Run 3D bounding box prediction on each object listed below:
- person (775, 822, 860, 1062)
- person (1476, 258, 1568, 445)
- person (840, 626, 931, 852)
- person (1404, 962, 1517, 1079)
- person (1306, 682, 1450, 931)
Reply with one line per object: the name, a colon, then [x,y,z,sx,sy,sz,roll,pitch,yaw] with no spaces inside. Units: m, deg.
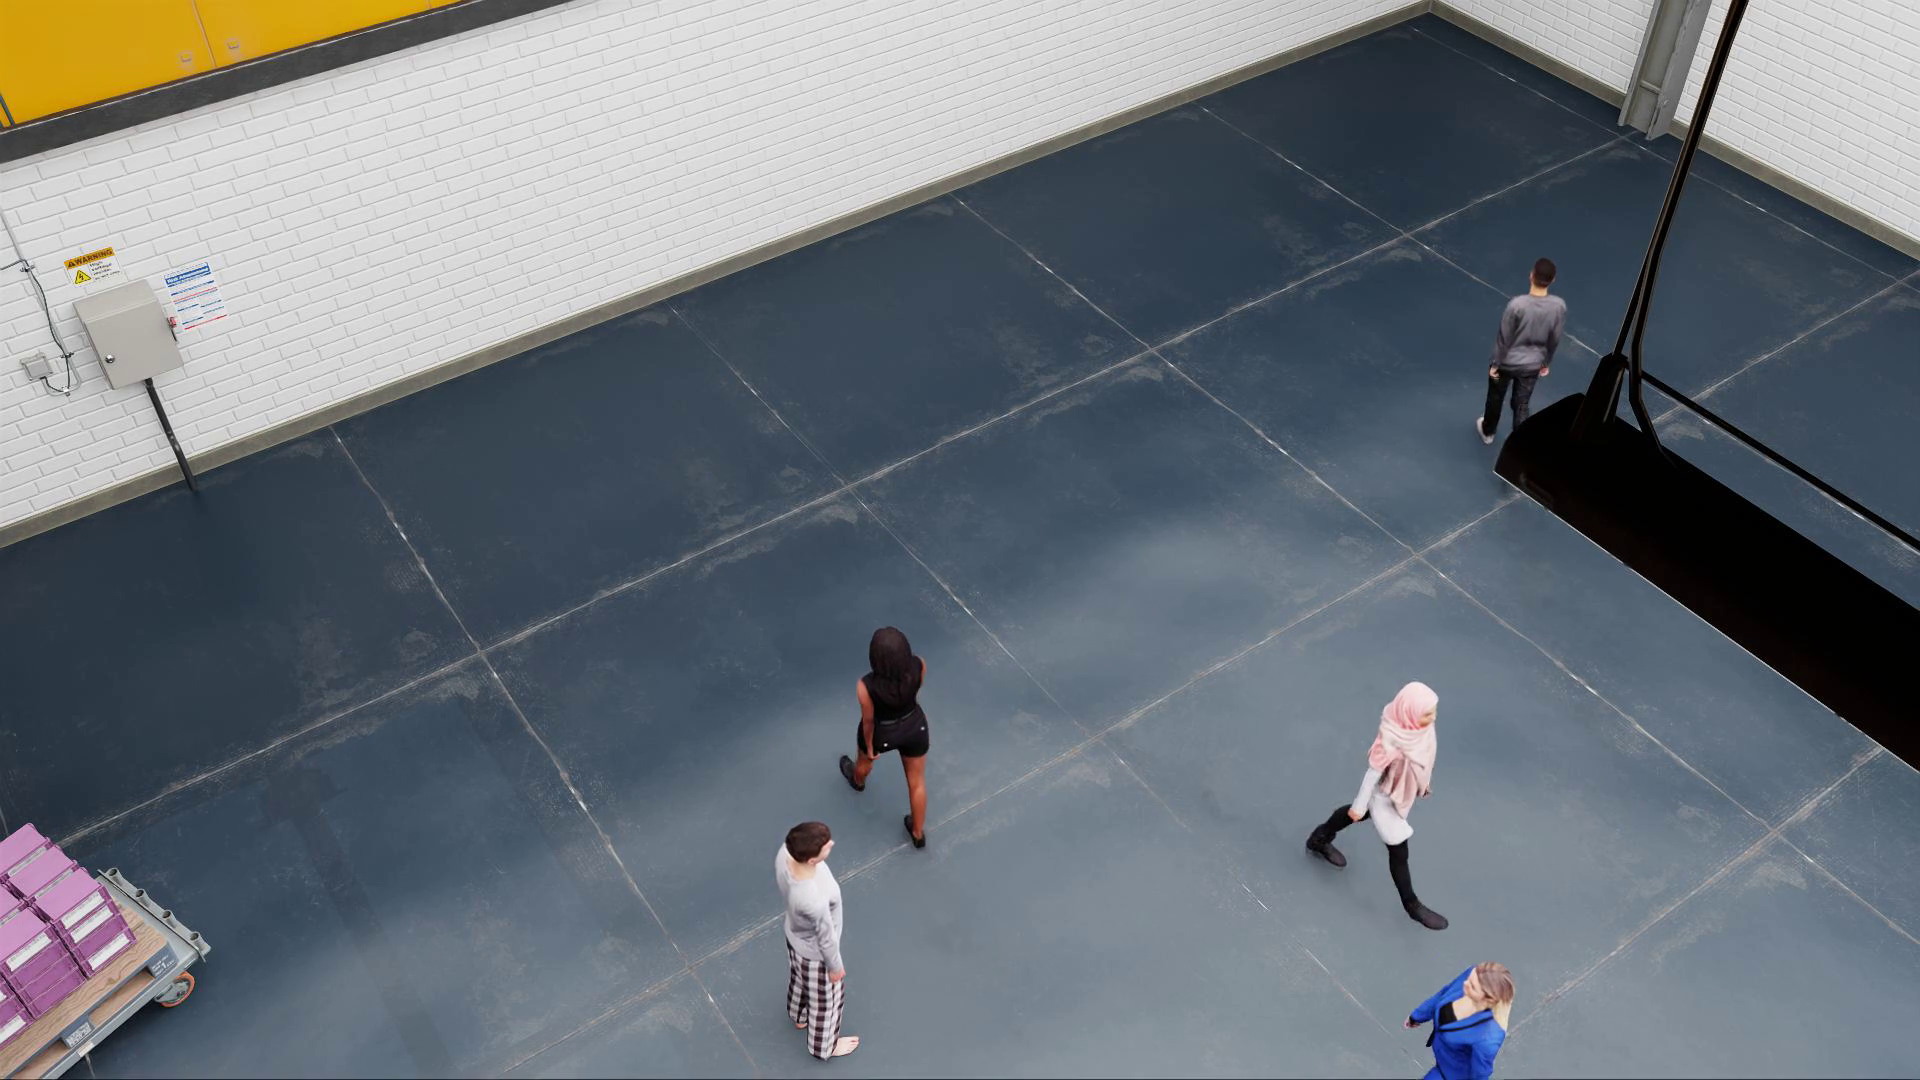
person: [-0.769,2.071,8.666,0.716,1.847,0.517,-19,47,-19]
person: [4.130,-1.263,12.241,0.996,1.742,1.126,0,44,0]
person: [-0.335,1.183,9.701,0.707,1.705,1.070,-19,47,-19]
person: [2.569,2.596,8.244,1.127,1.667,1.097,6,44,6]
person: [2.345,1.403,9.442,1.261,1.744,0.859,30,51,28]
